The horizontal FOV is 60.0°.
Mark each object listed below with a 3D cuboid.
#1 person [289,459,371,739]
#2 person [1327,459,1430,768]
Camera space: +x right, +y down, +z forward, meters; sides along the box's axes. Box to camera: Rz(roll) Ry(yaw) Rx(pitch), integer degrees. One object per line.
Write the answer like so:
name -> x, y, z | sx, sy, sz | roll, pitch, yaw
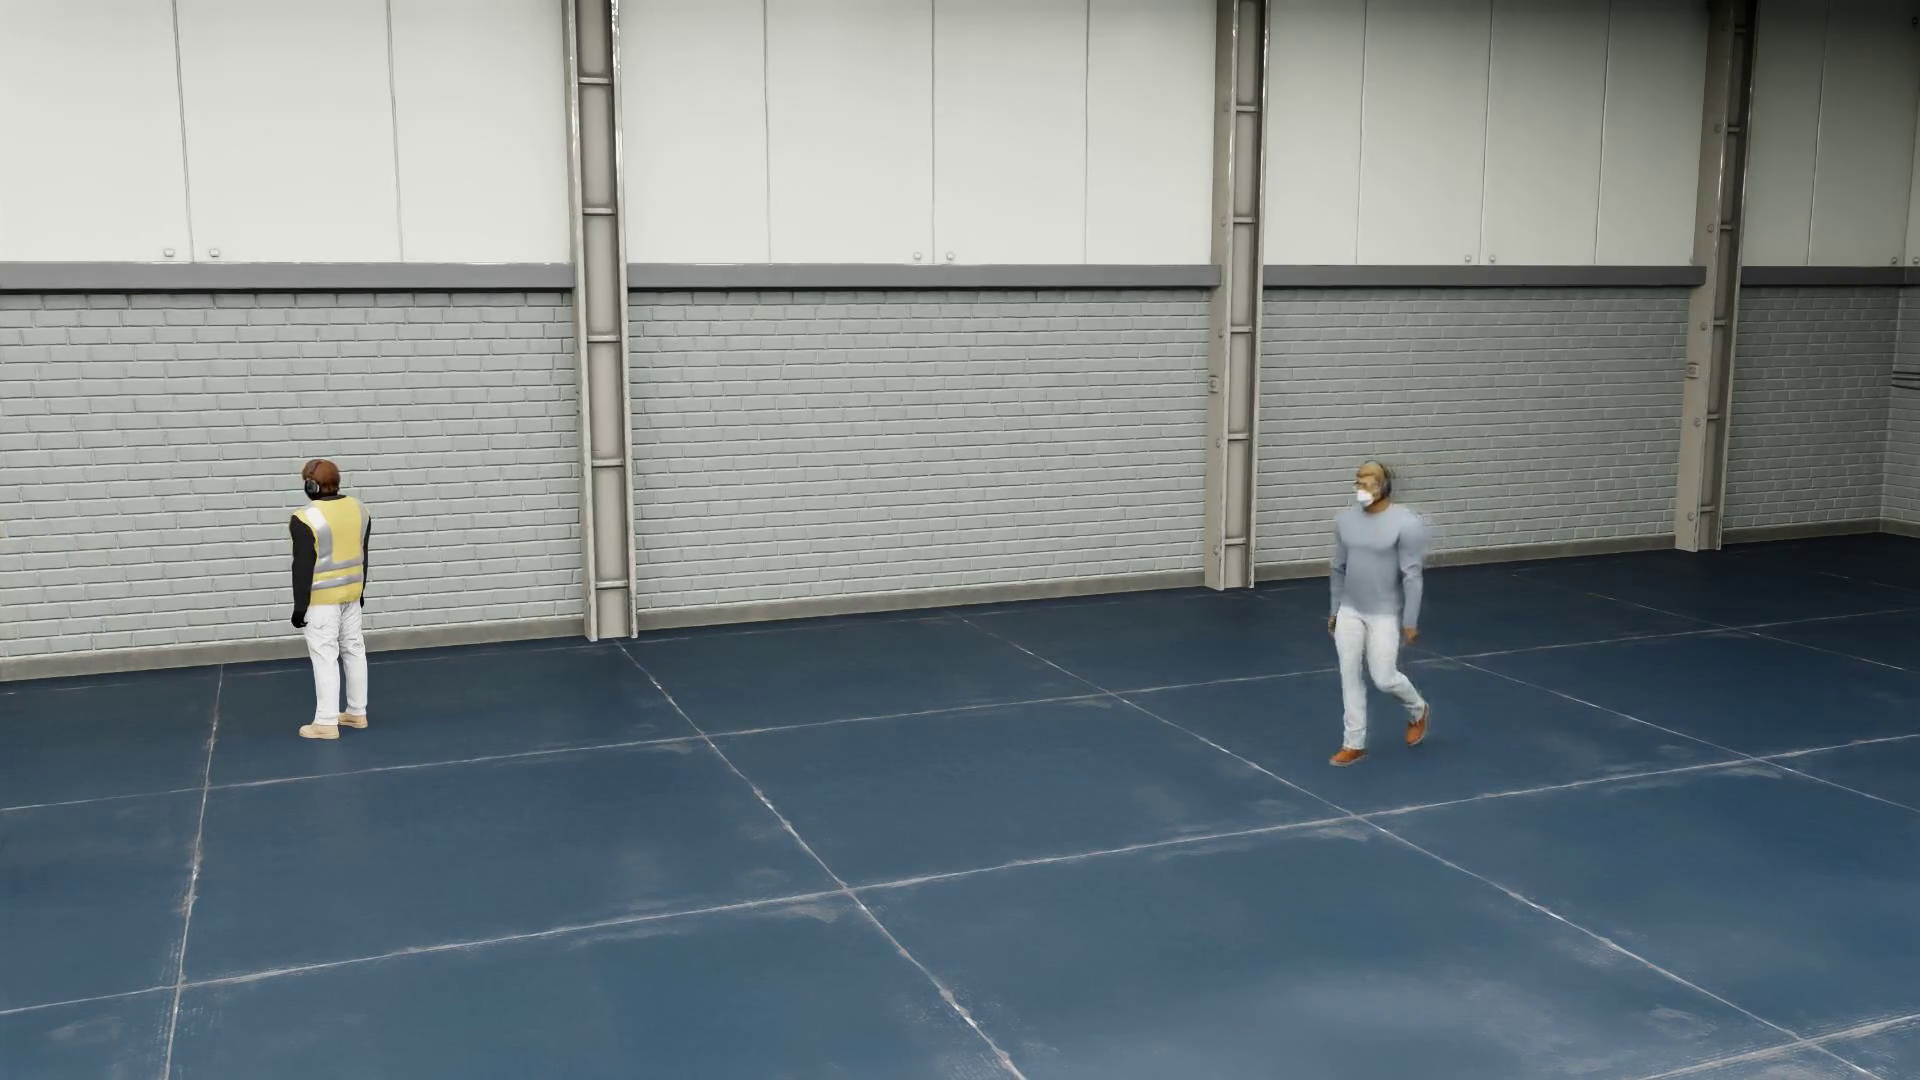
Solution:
person -> -4.159, 0.381, 10.948 | 0.429, 1.845, 0.627 | 4, 10, 23
person -> 2.611, 0.442, 10.340 | 0.690, 1.917, 0.634 | -7, 12, -39
